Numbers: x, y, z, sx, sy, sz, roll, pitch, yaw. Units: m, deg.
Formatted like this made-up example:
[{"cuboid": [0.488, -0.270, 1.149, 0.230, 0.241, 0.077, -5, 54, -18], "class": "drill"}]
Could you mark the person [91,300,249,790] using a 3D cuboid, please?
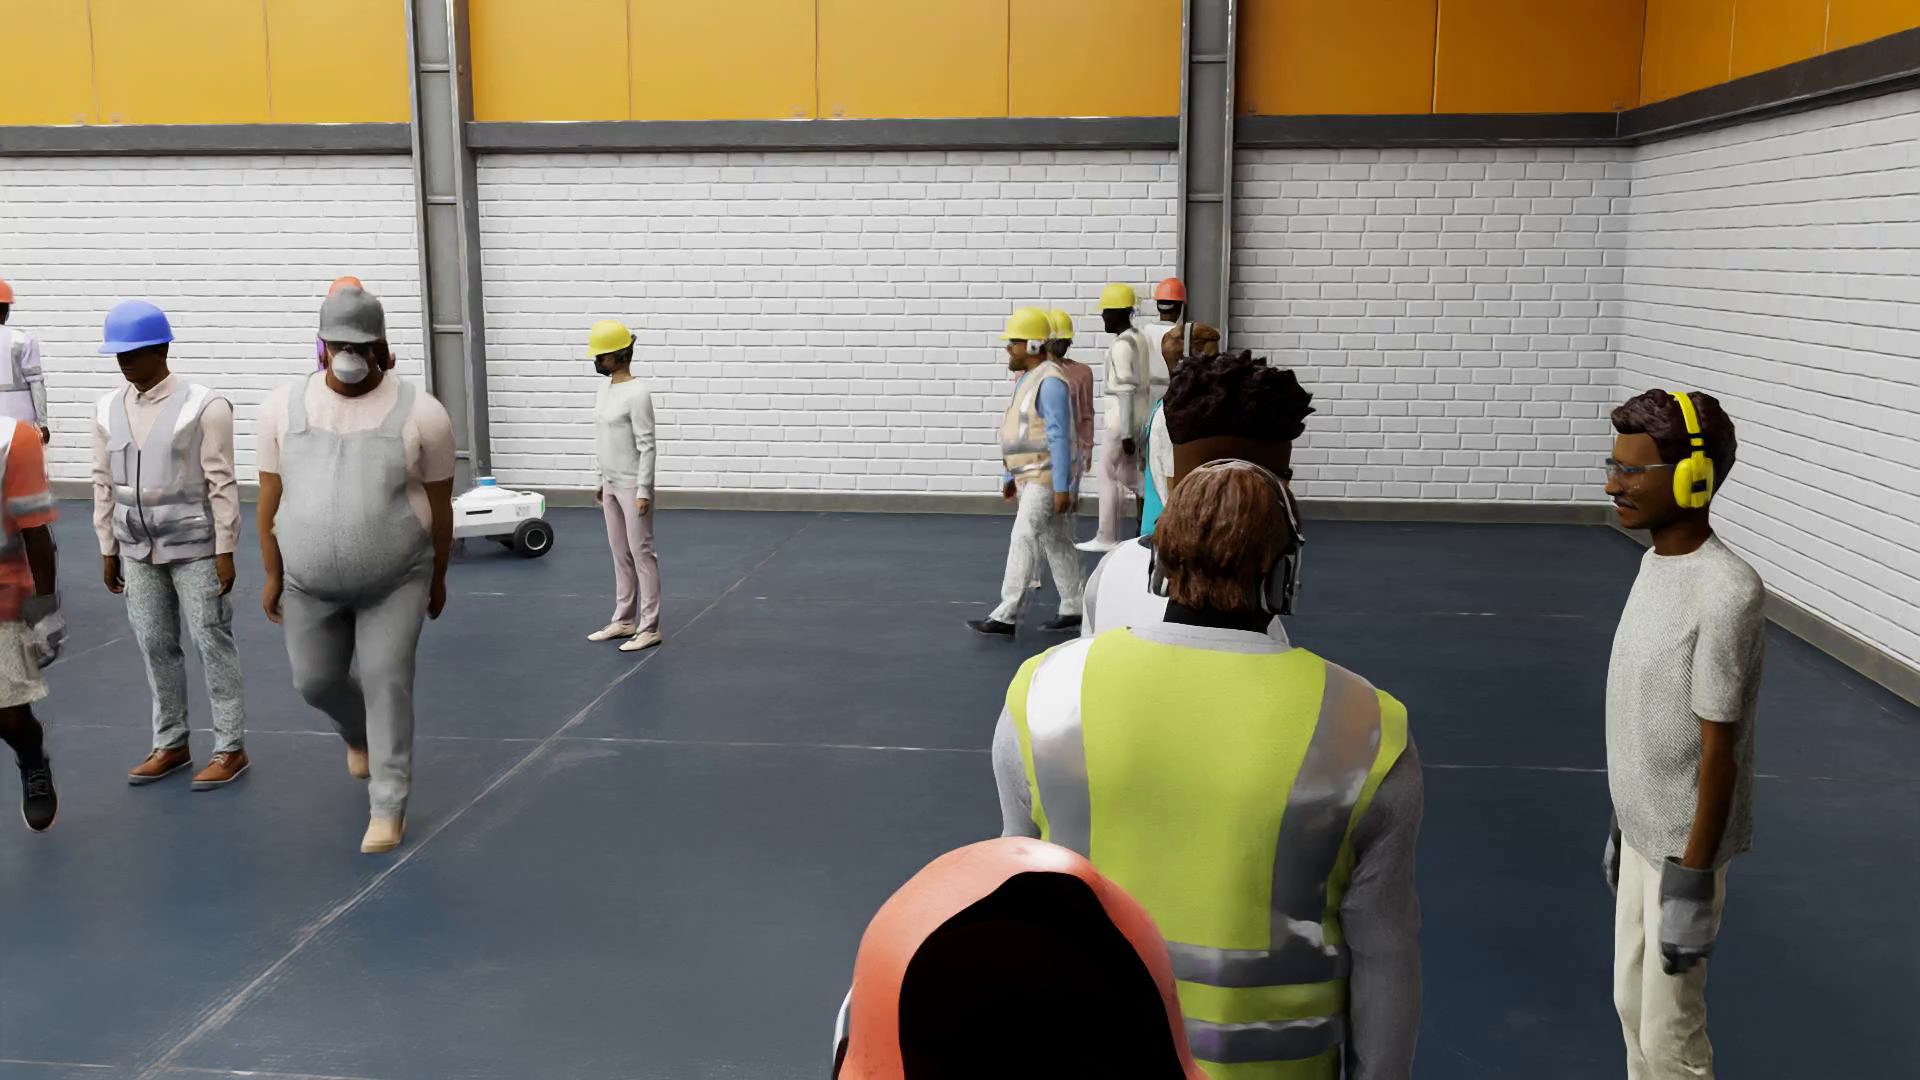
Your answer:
[{"cuboid": [-3.130, 0.027, 6.574, 0.615, 1.937, 0.422, 2, 10, 10], "class": "person"}]

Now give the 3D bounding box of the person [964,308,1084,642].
[{"cuboid": [0.355, -0.348, 9.061, 0.816, 1.807, 0.631, -2, 10, -9], "class": "person"}]

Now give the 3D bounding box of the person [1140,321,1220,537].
[{"cuboid": [0.891, 0.056, 6.647, 0.343, 1.847, 0.506, 1, 10, 5], "class": "person"}]

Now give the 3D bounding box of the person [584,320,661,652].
[{"cuboid": [-1.804, -0.286, 8.861, 0.337, 1.759, 0.525, -8, 13, -37], "class": "person"}]

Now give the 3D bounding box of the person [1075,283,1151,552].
[{"cuboid": [1.210, -0.838, 11.592, 0.727, 1.904, 0.587, 4, 11, 20], "class": "person"}]

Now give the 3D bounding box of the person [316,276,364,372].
[{"cuboid": [-4.454, -0.951, 12.160, 0.549, 1.933, 0.373, 10, 14, 44], "class": "person"}]

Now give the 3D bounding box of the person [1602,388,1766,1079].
[{"cuboid": [1.410, 0.626, 3.355, 0.328, 1.862, 0.505, 1, 10, 6], "class": "person"}]

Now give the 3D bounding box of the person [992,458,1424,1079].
[{"cuboid": [0.363, 0.789, 2.514, 0.638, 1.830, 0.429, 3, 10, 17], "class": "person"}]

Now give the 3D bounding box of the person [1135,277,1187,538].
[{"cuboid": [1.498, -0.932, 12.091, 0.539, 1.930, 0.394, 4, 11, 24], "class": "person"}]

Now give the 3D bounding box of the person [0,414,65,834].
[{"cuboid": [-3.302, 0.205, 5.531, 0.621, 1.935, 0.699, -3, 10, -16], "class": "person"}]

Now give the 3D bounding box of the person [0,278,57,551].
[{"cuboid": [-6.606, -0.839, 11.512, 0.551, 1.936, 0.356, -3, 10, -14], "class": "person"}]

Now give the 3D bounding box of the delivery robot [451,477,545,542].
[{"cuboid": [-3.255, -0.195, 11.513, 0.707, 0.478, 0.477, -6, 12, -31], "class": "delivery robot"}]

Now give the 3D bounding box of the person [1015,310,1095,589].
[{"cuboid": [0.598, -0.563, 10.452, 0.520, 1.756, 0.337, -3, 10, -14], "class": "person"}]

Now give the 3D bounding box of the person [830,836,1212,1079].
[{"cuboid": [0.031, 1.055, 1.182, 0.563, 1.755, 0.320, -8, 12, -37], "class": "person"}]

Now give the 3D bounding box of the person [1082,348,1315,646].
[{"cuboid": [0.427, 0.642, 2.970, 0.381, 1.958, 0.602, -3, 10, -18], "class": "person"}]

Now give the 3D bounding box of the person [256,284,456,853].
[{"cuboid": [-2.183, 0.056, 6.089, 0.683, 2.000, 0.783, -1, 10, -6], "class": "person"}]
